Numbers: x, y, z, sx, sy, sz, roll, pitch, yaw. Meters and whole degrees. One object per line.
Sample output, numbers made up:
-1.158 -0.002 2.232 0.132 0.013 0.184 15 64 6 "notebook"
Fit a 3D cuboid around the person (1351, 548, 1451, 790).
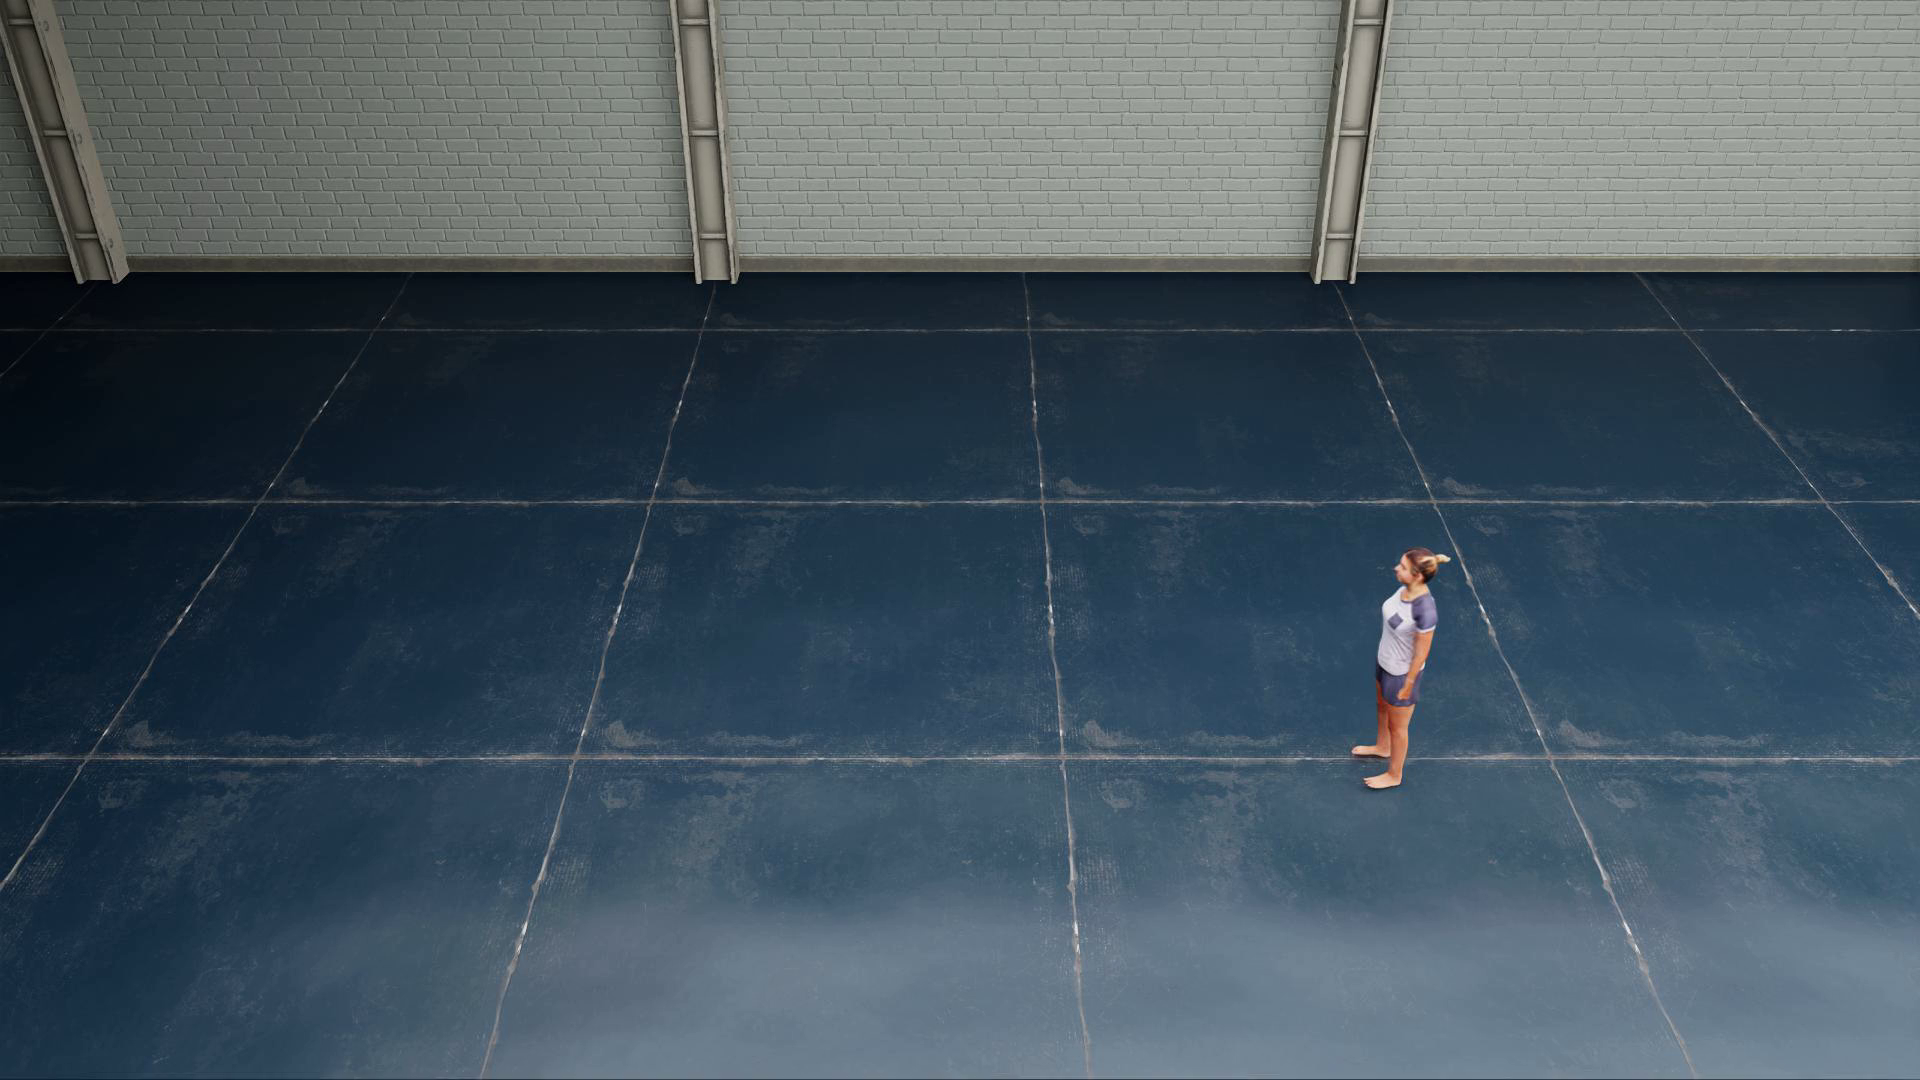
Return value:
2.570 0.729 9.678 0.524 1.624 0.582 0 33 -1 "person"
